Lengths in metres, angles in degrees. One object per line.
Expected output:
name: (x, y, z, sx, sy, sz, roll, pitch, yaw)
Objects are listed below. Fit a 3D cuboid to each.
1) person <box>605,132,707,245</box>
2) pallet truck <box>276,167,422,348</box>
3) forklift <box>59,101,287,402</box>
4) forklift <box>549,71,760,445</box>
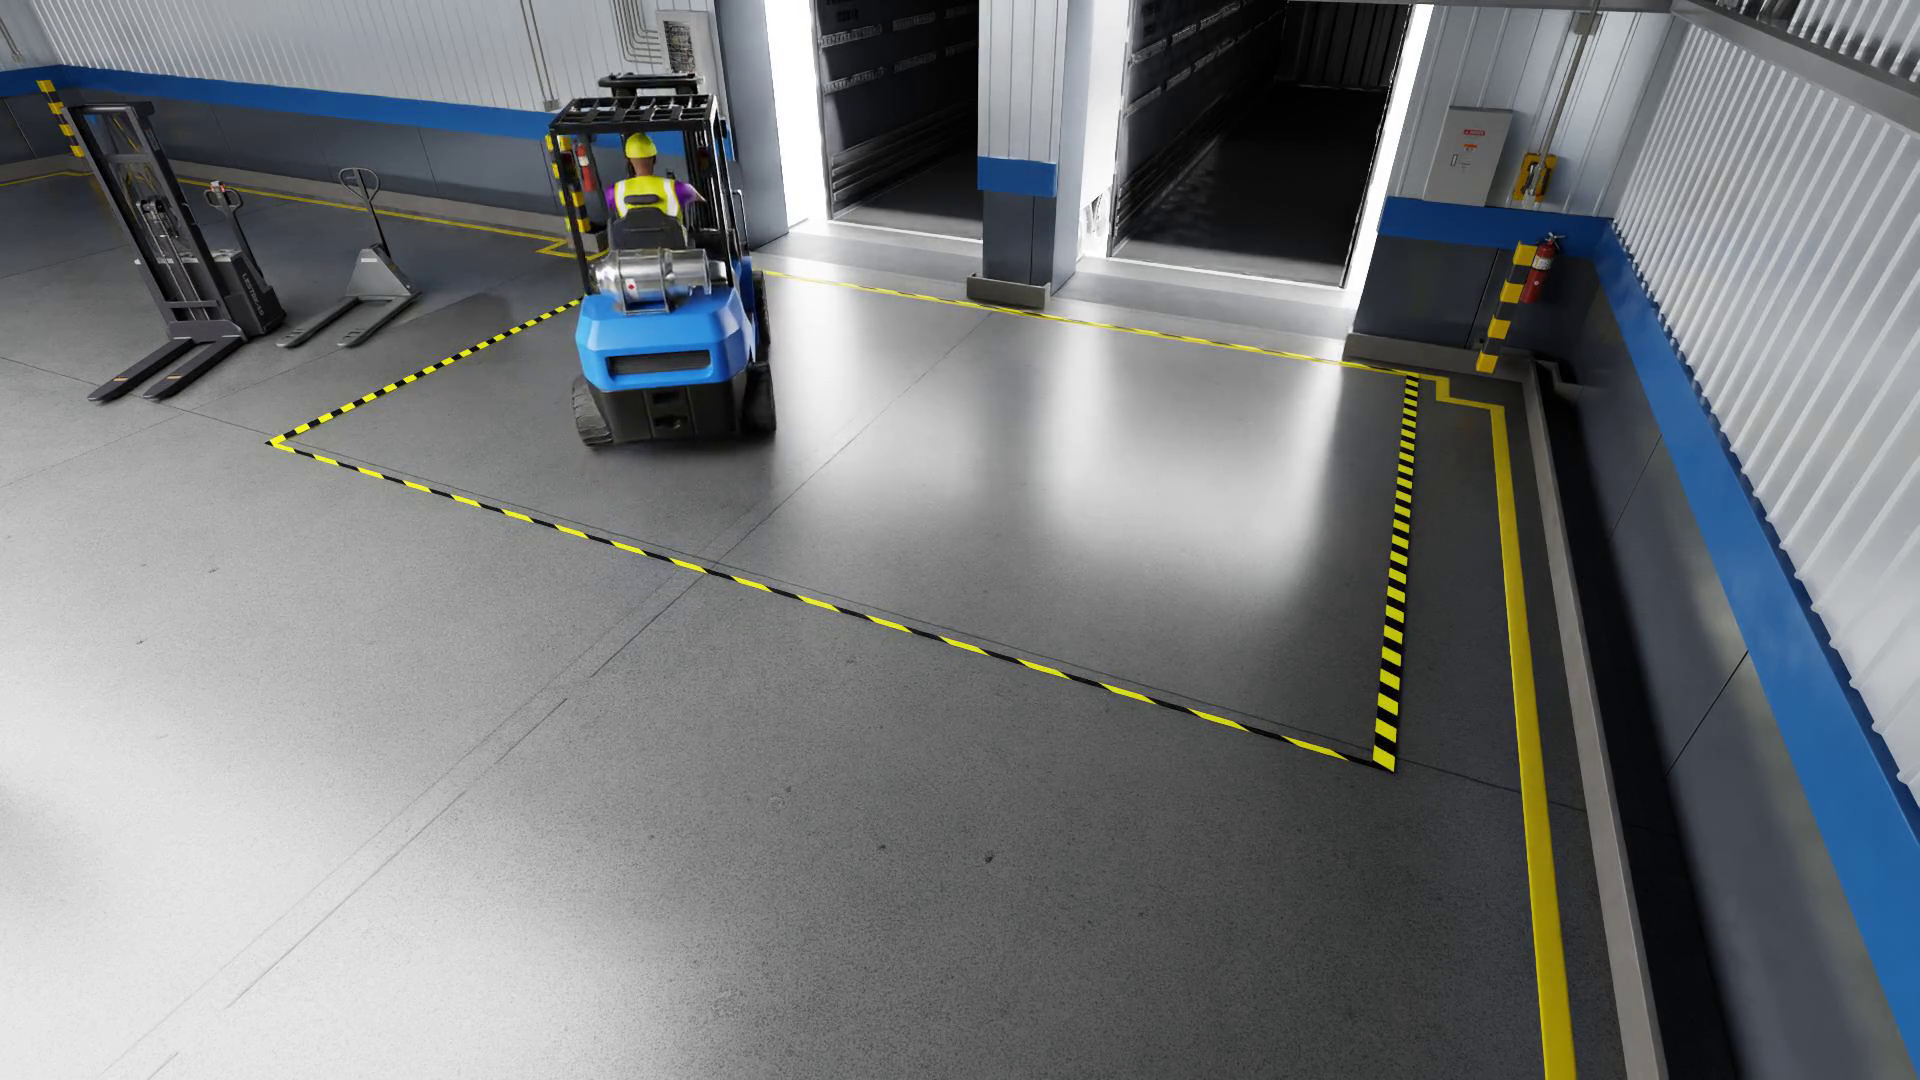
person: (-2.215, -2.405, 6.823, 0.635, 1.294, 1.004, -6, 35, -8)
pallet truck: (-5.732, -2.611, 8.414, 0.680, 1.201, 1.601, -1, 35, -1)
forklift: (-6.686, -2.387, 7.434, 0.823, 1.965, 1.885, -3, 35, -5)
forklift: (-2.212, -2.217, 6.881, 1.157, 2.036, 2.680, -6, 35, -8)
